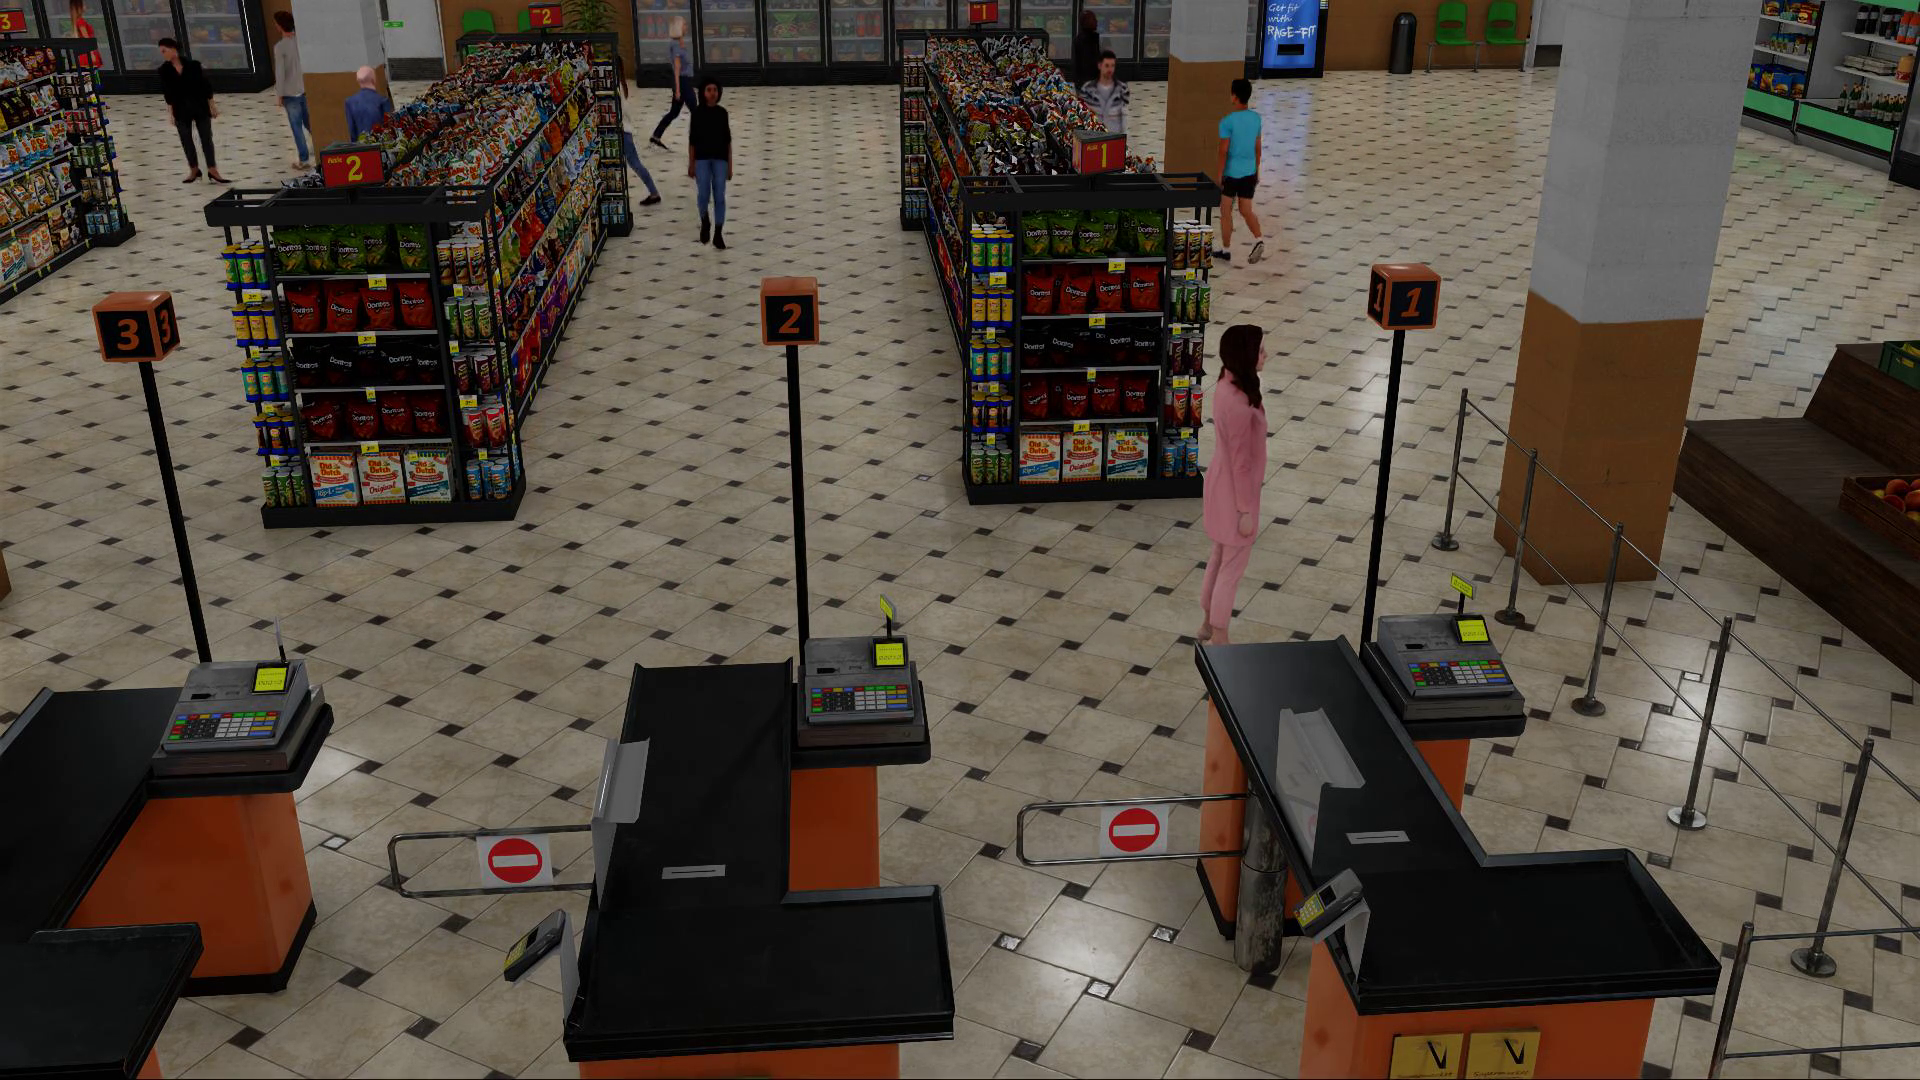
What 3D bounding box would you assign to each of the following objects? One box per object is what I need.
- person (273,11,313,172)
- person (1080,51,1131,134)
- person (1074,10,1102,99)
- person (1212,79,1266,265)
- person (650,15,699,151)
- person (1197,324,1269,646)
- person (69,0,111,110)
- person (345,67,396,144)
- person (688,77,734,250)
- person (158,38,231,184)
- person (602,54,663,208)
[{"bbox_3d":[-7.978,-5.422,20.177,0.989,1.892,0.947,14,27,29],"label":"person"},{"bbox_3d":[1.467,-4.149,17.341,0.731,1.833,0.979,-1,24,-1],"label":"person"},{"bbox_3d":[1.585,-5.758,21.028,0.797,1.825,0.602,2,24,5],"label":"person"},{"bbox_3d":[2.723,-3.470,15.886,0.866,1.755,1.101,-12,26,-25],"label":"person"},{"bbox_3d":[-3.660,-5.814,21.327,0.657,1.688,1.037,-2,24,-6],"label":"person"},{"bbox_3d":[1.366,-0.208,8.373,0.678,1.803,0.468,0,24,-1],"label":"person"},{"bbox_3d":[-12.927,-7.197,24.606,0.725,1.593,0.642,-18,30,-36],"label":"person"},{"bbox_3d":[-5.734,-3.689,16.322,0.877,1.807,1.039,5,24,12],"label":"person"},{"bbox_3d":[-2.508,-3.775,16.674,0.663,1.683,0.702,-7,25,-15],"label":"person"},{"bbox_3d":[-8.966,-5.040,19.552,0.766,1.693,0.671,-14,27,-29],"label":"person"},{"bbox_3d":[-3.632,-4.414,18.177,0.729,1.648,1.049,-3,24,-7],"label":"person"}]
